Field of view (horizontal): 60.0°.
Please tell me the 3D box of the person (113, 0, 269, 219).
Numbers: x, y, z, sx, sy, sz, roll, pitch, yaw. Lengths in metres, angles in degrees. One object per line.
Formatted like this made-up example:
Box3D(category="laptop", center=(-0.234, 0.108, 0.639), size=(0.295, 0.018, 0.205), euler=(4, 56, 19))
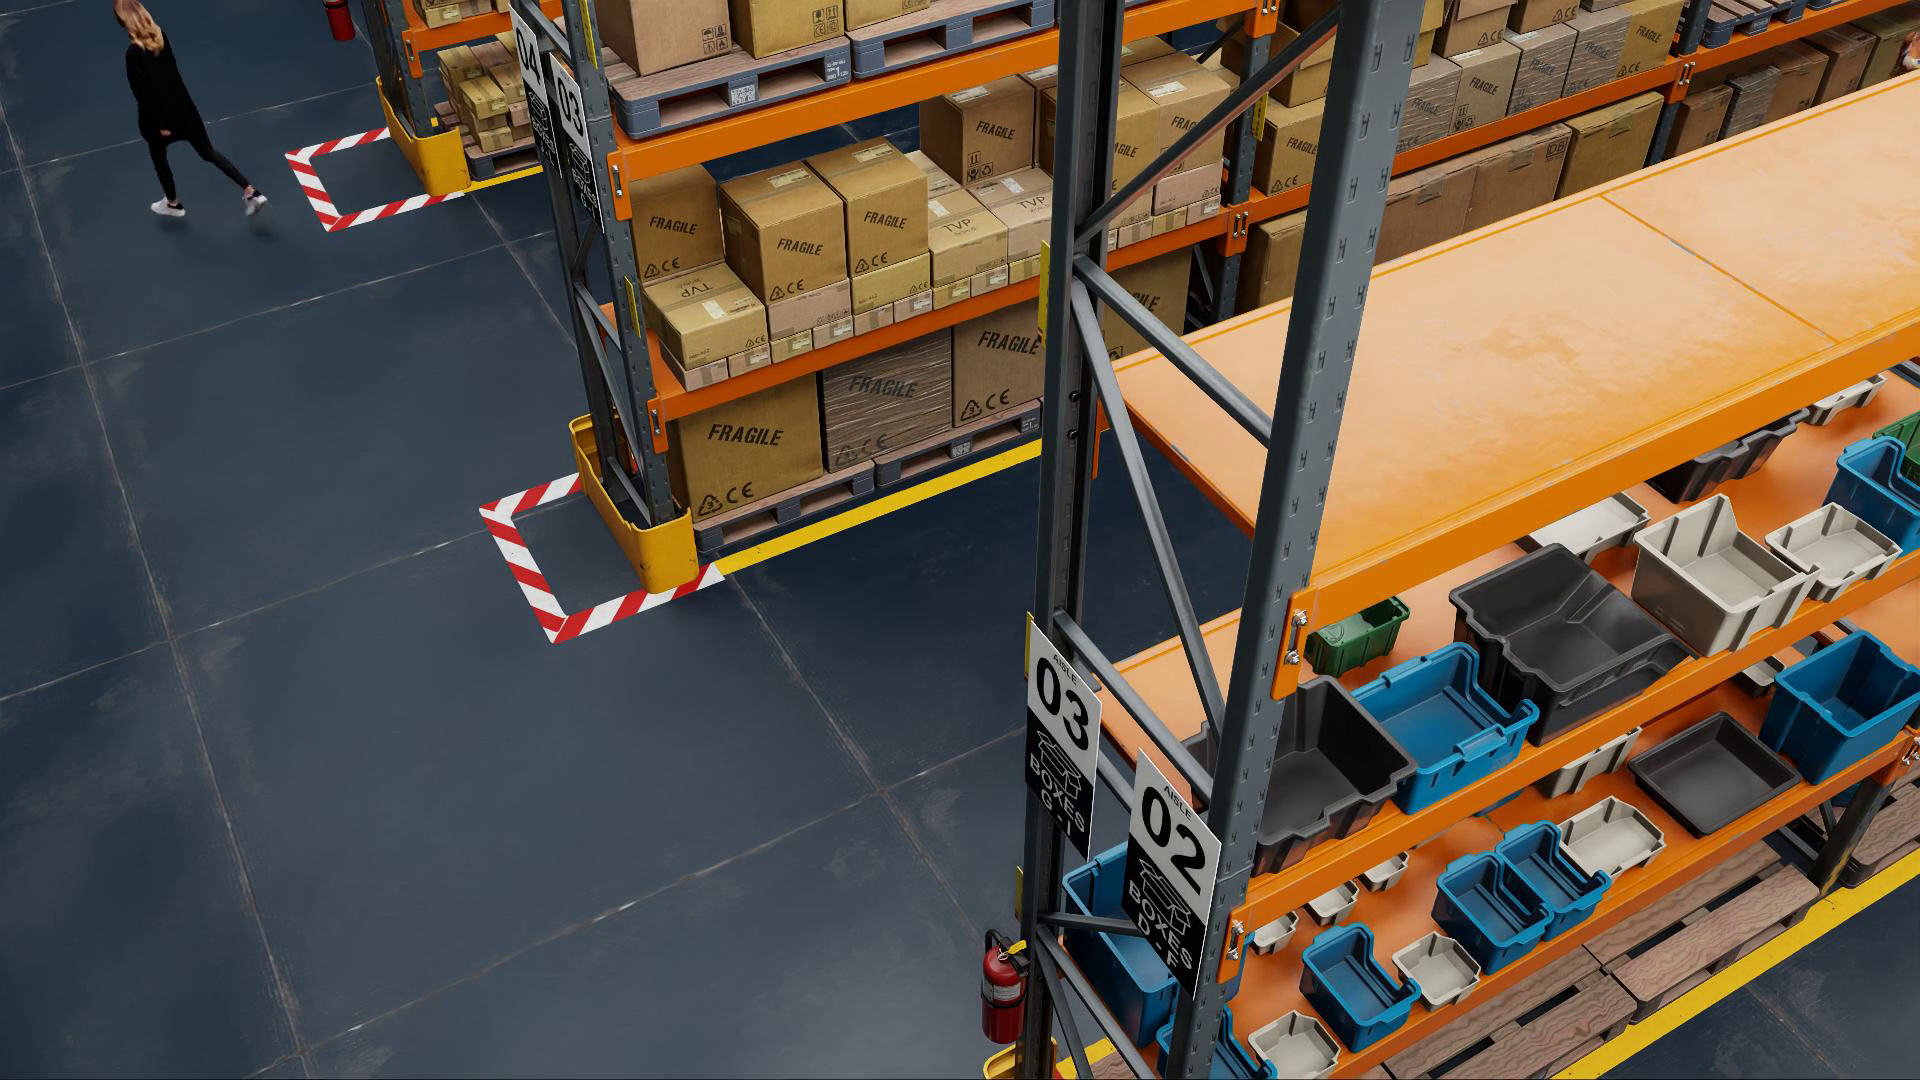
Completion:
Box3D(category="person", center=(-5.646, -3.069, 12.110), size=(1.224, 1.758, 1.182), euler=(12, 44, 13))
